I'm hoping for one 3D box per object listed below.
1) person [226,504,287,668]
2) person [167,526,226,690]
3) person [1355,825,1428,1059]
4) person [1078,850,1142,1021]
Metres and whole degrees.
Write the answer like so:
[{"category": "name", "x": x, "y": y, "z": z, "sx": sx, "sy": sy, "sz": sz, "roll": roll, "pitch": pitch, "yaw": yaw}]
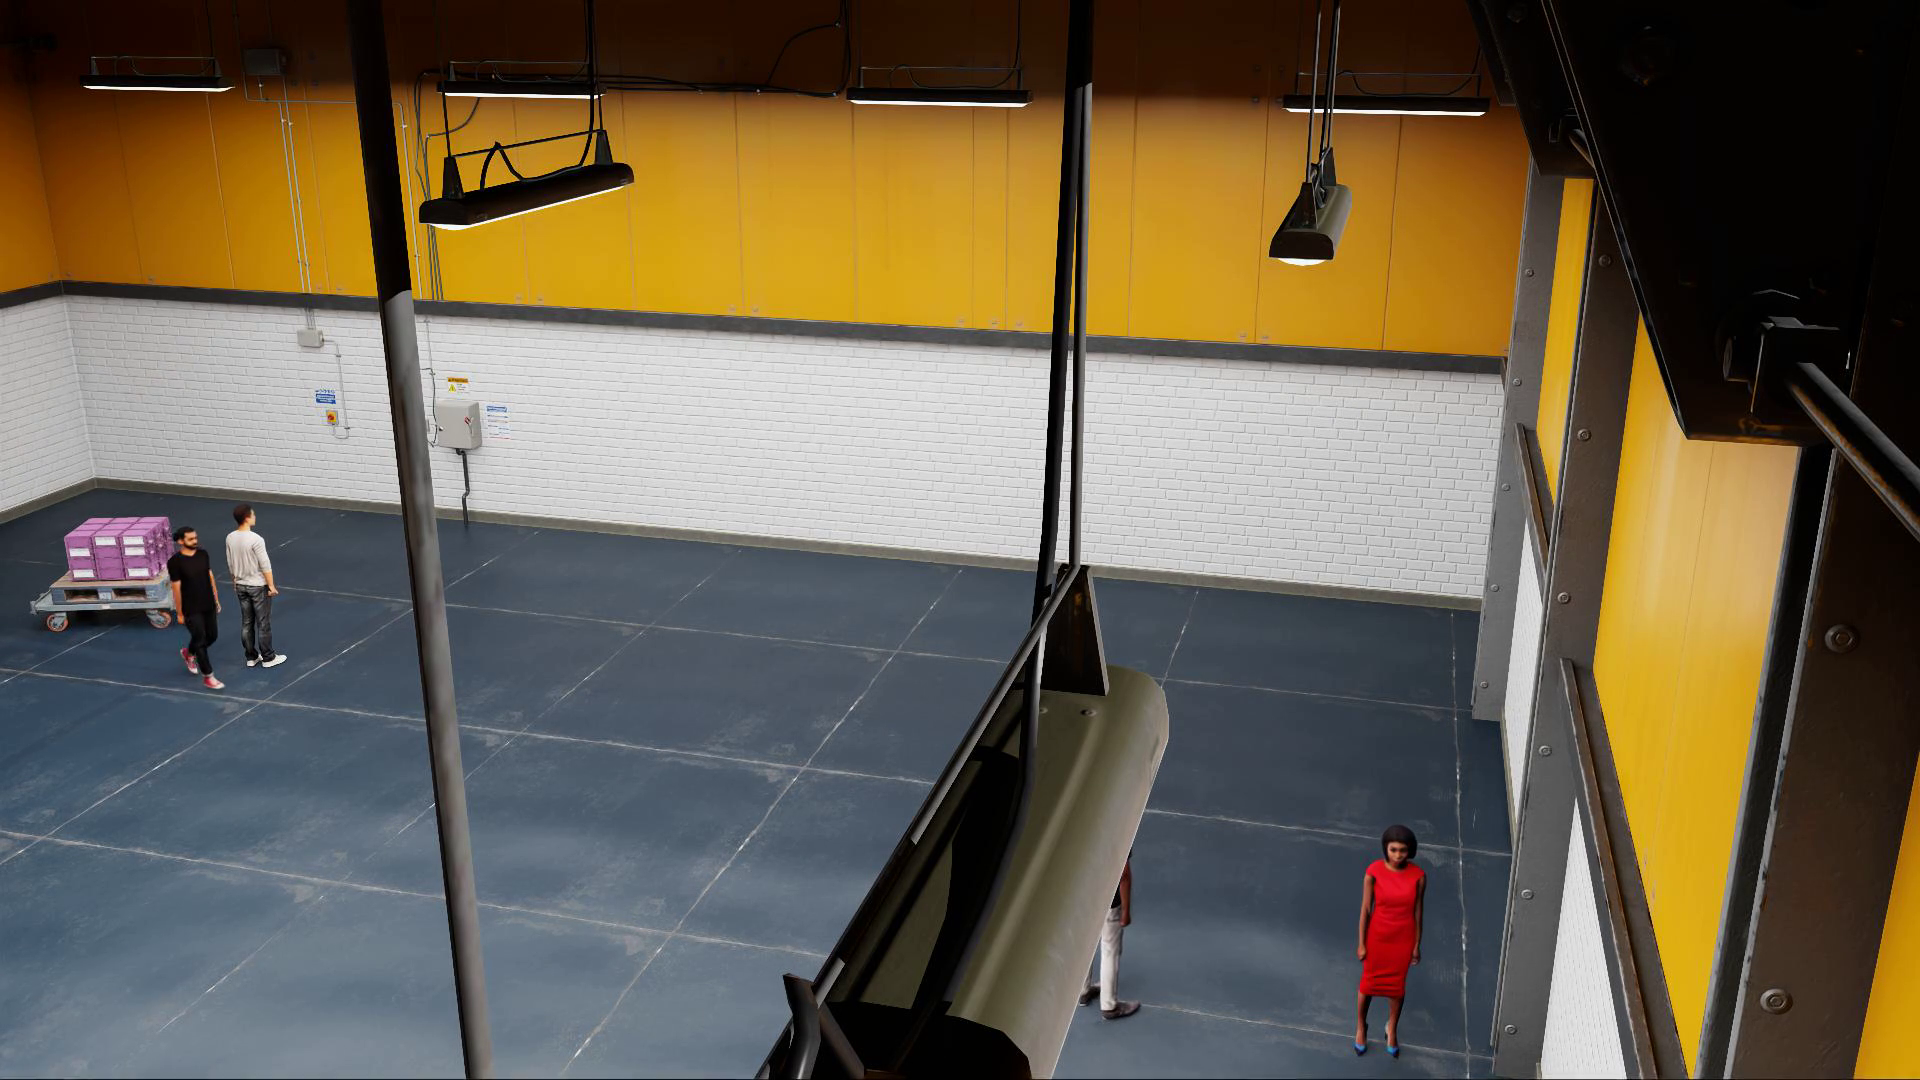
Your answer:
[{"category": "person", "x": -7.640, "y": 0.492, "z": 17.934, "sx": 0.658, "sy": 1.809, "sz": 0.517, "roll": 5, "pitch": 19, "yaw": 15}, {"category": "person", "x": -8.060, "y": 0.688, "z": 17.458, "sx": 0.820, "sy": 1.740, "sz": 0.973, "roll": 10, "pitch": 21, "yaw": 27}, {"category": "person", "x": 2.937, "y": 2.738, "z": 11.367, "sx": 0.606, "sy": 1.743, "sz": 0.550, "roll": 2, "pitch": 19, "yaw": 6}, {"category": "person", "x": 1.007, "y": 2.543, "z": 11.850, "sx": 0.791, "sy": 1.805, "sz": 0.760, "roll": -15, "pitch": 24, "yaw": -37}]
